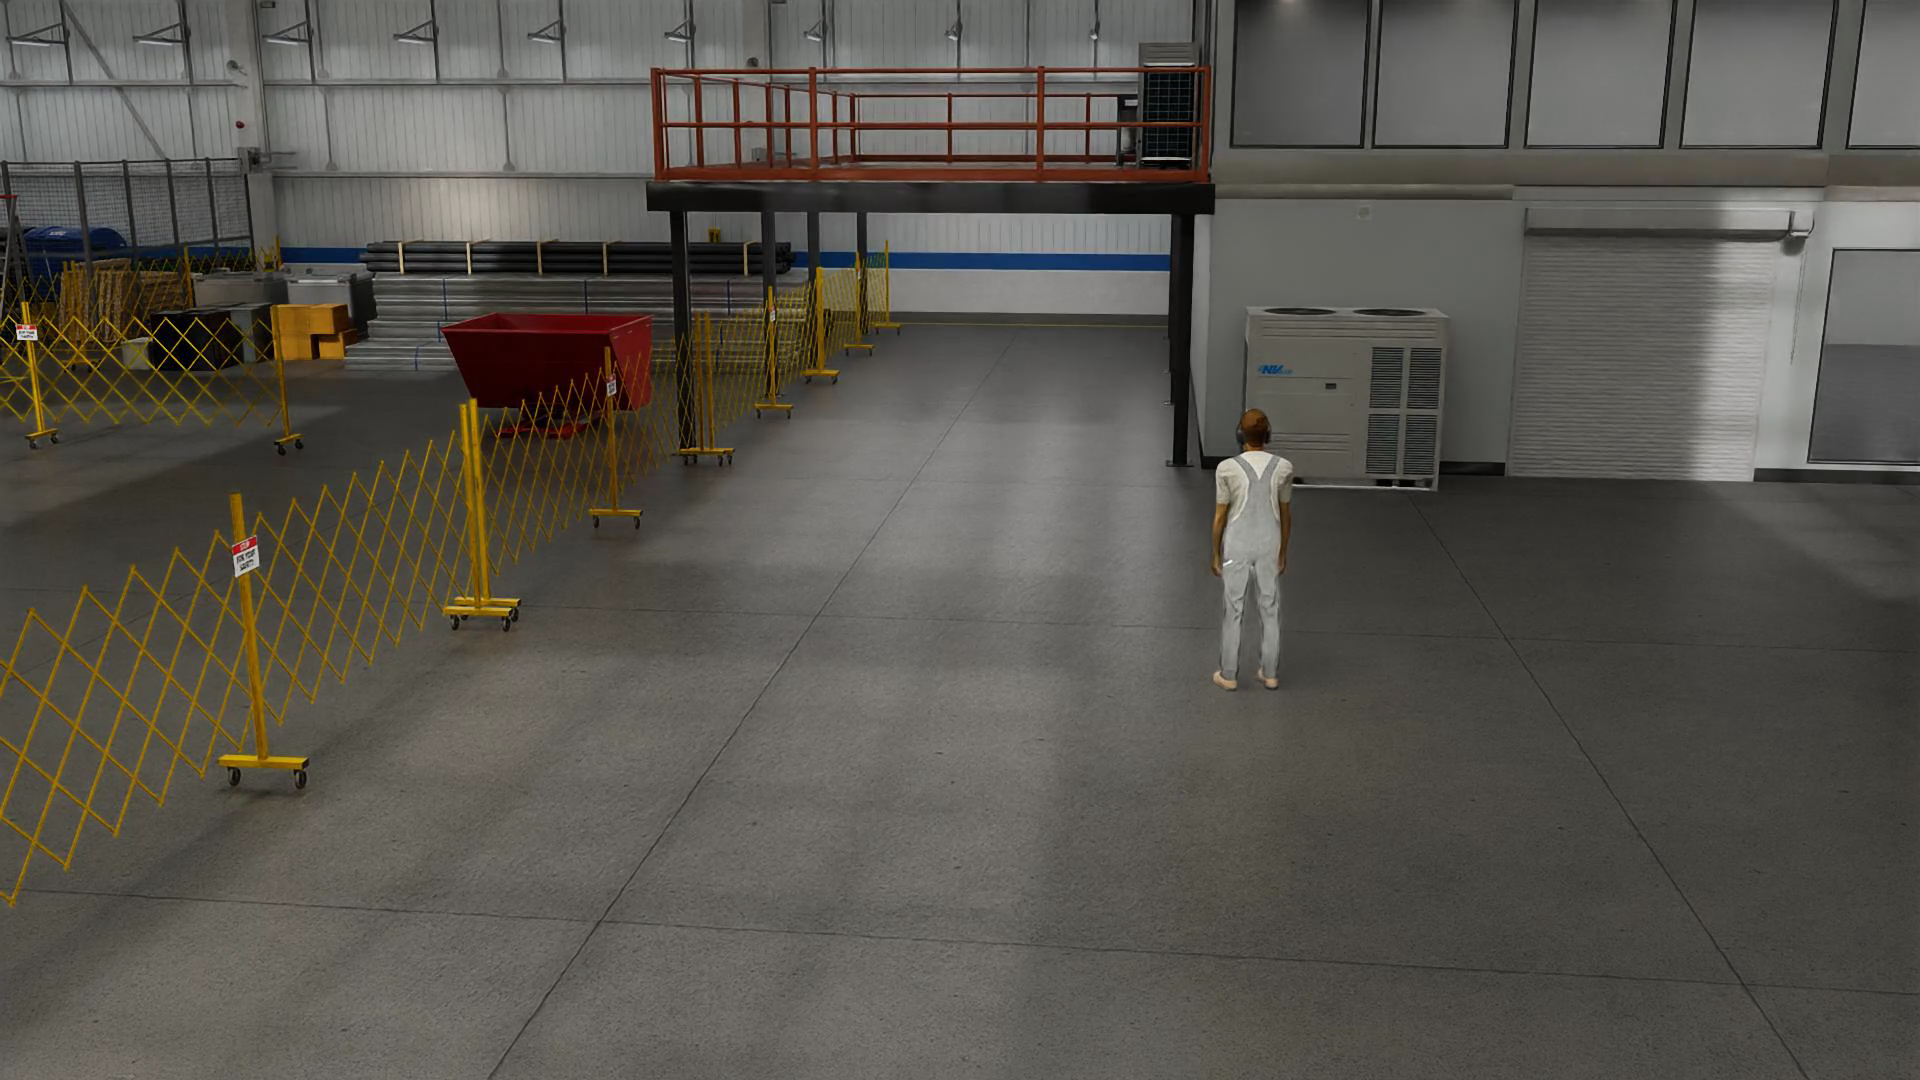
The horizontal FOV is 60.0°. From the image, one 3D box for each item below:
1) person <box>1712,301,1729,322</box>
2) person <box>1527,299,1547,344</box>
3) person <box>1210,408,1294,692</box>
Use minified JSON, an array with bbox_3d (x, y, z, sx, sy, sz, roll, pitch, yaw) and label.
[{"bbox_3d":[10.665,-3.073,23.466,0.551,1.851,0.548,11,18,39],"label":"person"},{"bbox_3d":[6.654,-2.100,19.394,0.403,1.904,0.637,2,14,7],"label":"person"},{"bbox_3d":[1.866,0.071,10.681,0.506,1.837,0.348,-2,14,-7],"label":"person"}]
